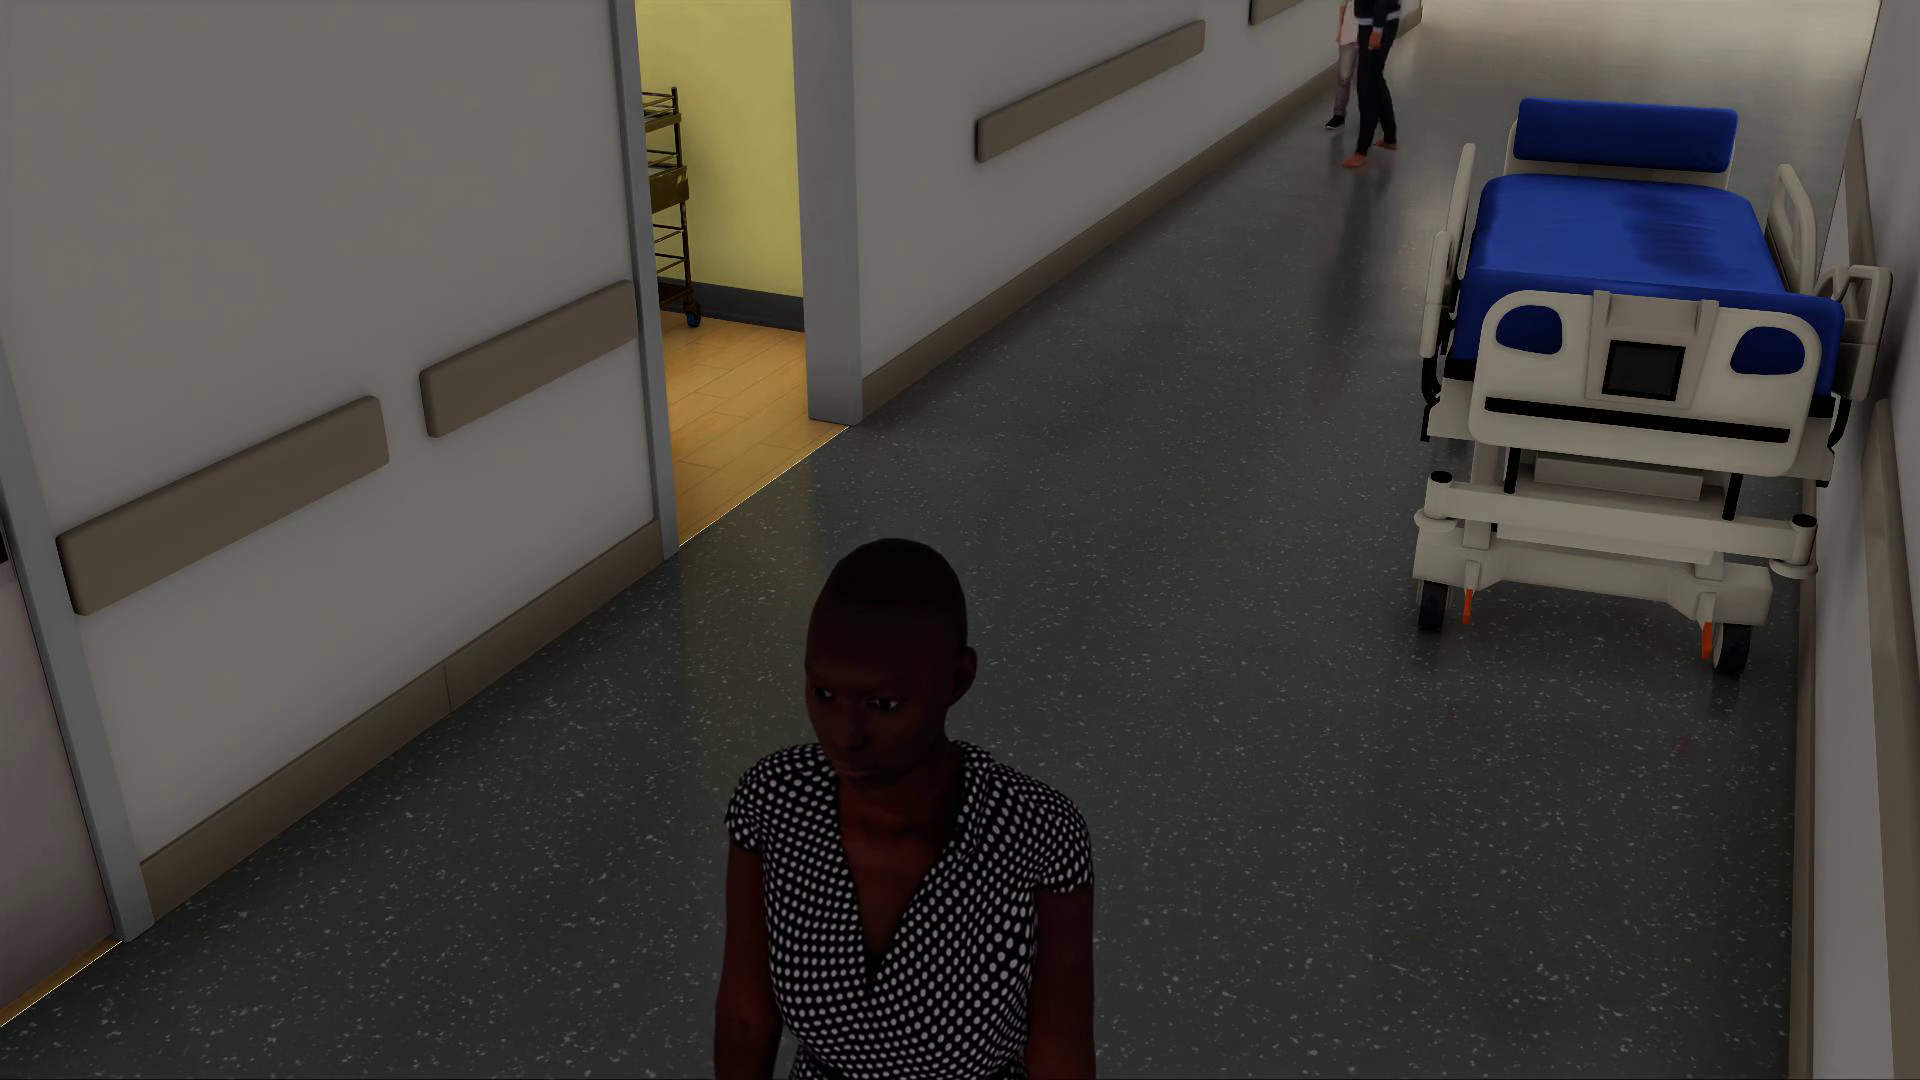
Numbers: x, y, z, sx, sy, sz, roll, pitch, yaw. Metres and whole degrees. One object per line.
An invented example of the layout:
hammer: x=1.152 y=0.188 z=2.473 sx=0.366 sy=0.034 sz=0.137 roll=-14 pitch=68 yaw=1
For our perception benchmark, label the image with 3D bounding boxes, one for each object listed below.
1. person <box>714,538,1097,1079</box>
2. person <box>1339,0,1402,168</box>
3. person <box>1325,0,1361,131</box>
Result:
person: x=-0.053 y=0.802 z=2.014 sx=0.531 sy=1.786 sz=0.713 roll=6 pitch=26 yaw=12
person: x=2.639 y=-3.239 z=10.499 sx=0.746 sy=1.696 sz=0.825 roll=-2 pitch=26 yaw=-4
person: x=2.782 y=-3.547 z=11.432 sx=0.408 sy=1.441 sz=0.580 roll=11 pitch=28 yaw=21
